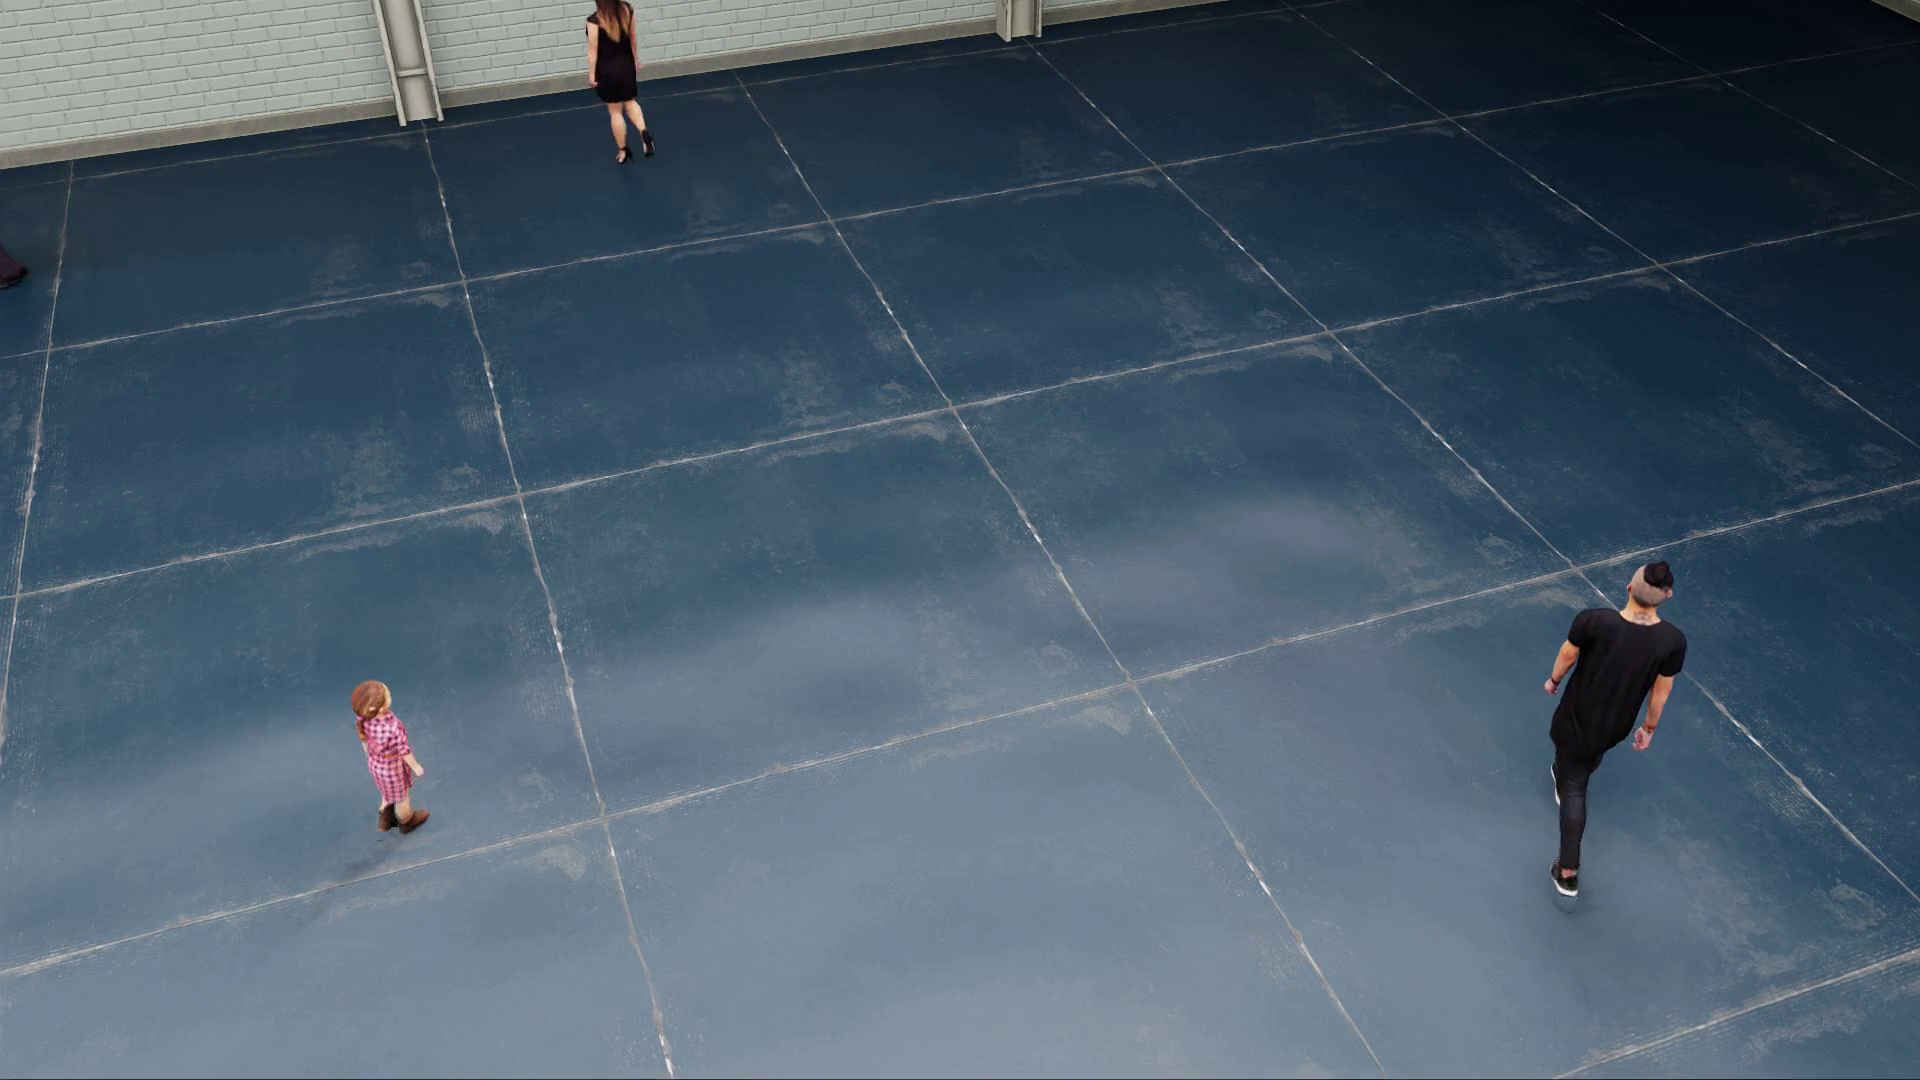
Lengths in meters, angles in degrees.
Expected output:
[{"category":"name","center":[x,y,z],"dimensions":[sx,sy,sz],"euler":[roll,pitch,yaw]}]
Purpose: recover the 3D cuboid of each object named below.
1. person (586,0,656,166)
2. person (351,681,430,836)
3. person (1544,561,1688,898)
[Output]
[{"category":"person","center":[-2.869,-3.958,14.139],"dimensions":[0.903,1.703,0.839],"euler":[28,46,31]},{"category":"person","center":[-2.851,1.110,8.220],"dimensions":[0.532,1.014,0.592],"euler":[21,43,25]},{"category":"person","center":[3.028,0.879,7.864],"dimensions":[1.242,1.817,1.109],"euler":[5,38,6]}]
